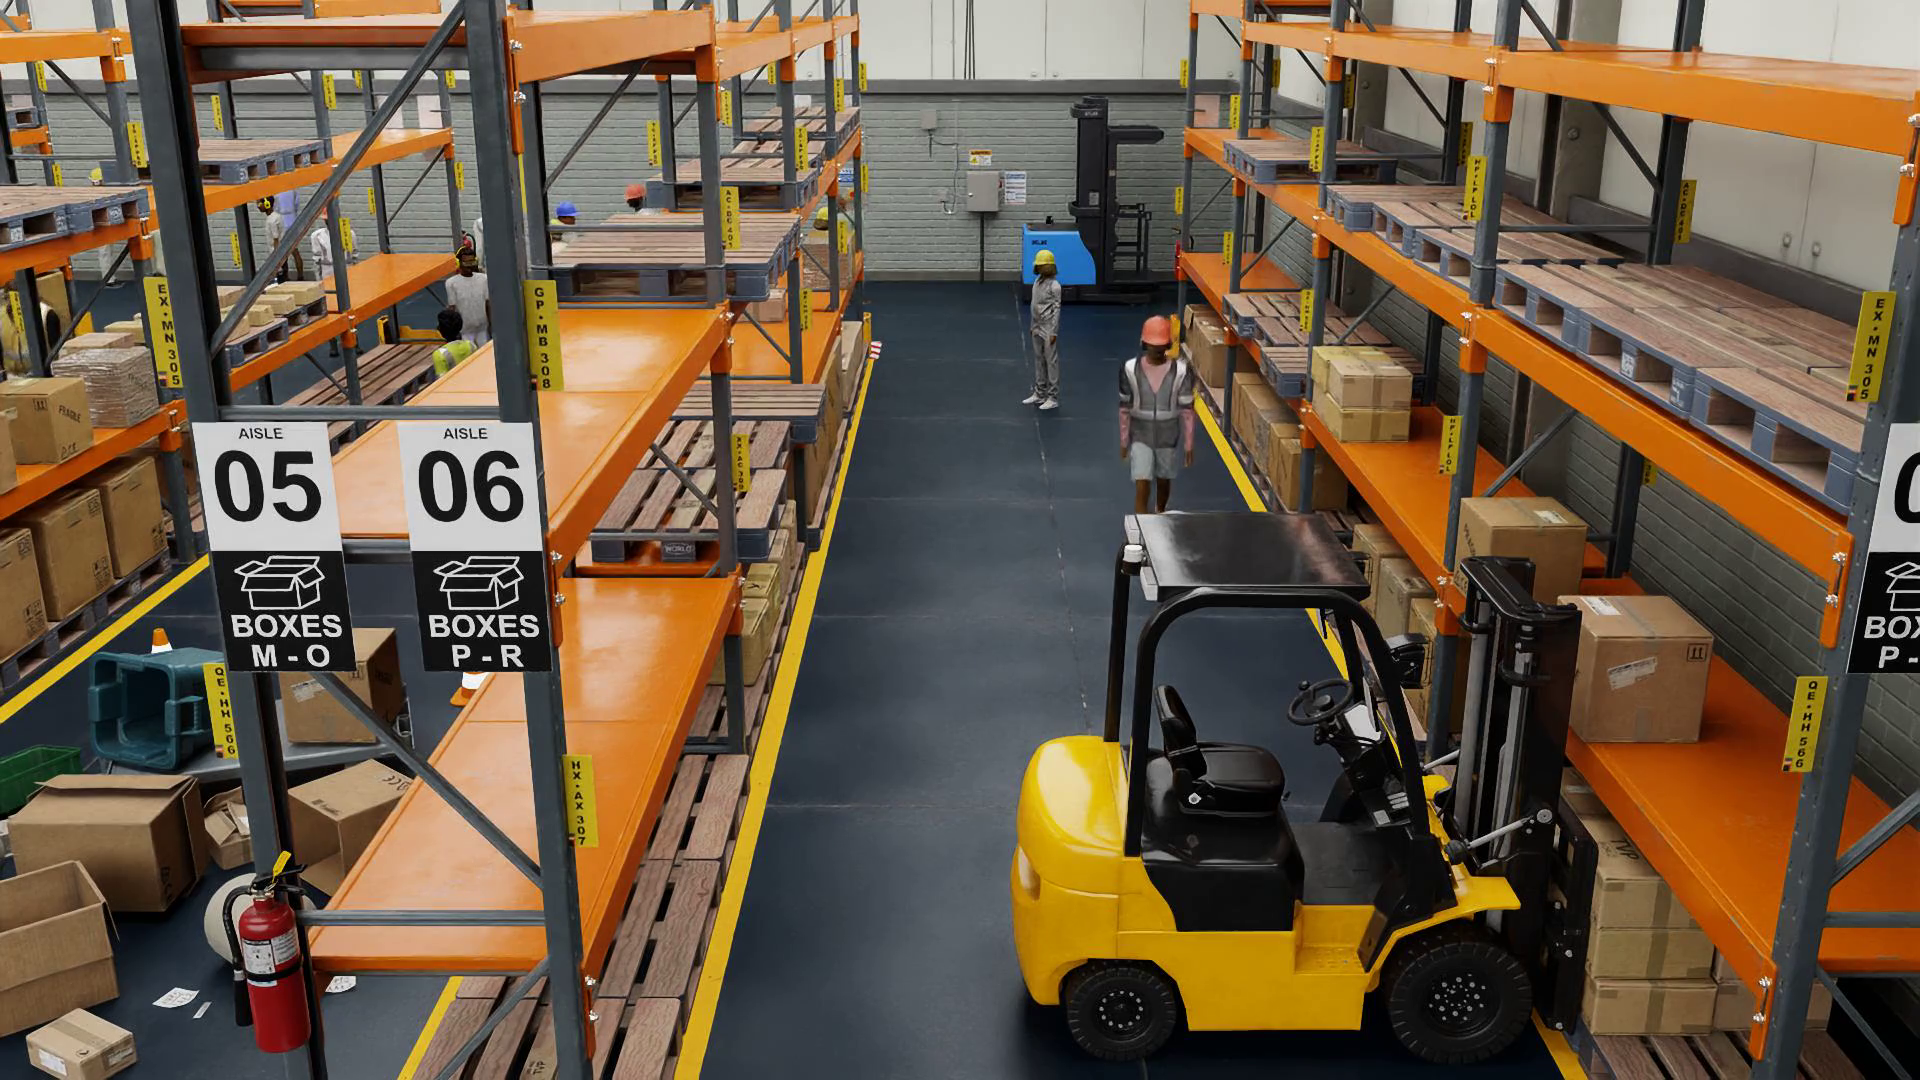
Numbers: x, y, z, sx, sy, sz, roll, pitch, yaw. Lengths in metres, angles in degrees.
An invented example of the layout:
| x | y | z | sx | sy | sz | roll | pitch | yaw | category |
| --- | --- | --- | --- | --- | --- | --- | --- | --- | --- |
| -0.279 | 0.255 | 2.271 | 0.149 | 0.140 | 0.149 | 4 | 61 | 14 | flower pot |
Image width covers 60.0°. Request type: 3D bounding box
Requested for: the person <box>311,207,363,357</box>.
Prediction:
| x | y | z | sx | sy | sz | roll | pitch | yaw | category |
| --- | --- | --- | --- | --- | --- | --- | --- | --- | --- |
| -7.790 | -3.271 | 20.866 | 0.548 | 1.934 | 0.375 | -9 | 20 | -26 | person |

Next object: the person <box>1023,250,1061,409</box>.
| x | y | z | sx | sy | sz | roll | pitch | yaw | category |
| --- | --- | --- | --- | --- | --- | --- | --- | --- | --- |
| 0.914 | -2.313 | 18.271 | 0.300 | 1.742 | 0.484 | -11 | 21 | -29 | person |

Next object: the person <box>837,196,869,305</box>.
| x | y | z | sx | sy | sz | roll | pitch | yaw | category |
| --- | --- | --- | --- | --- | --- | --- | --- | --- | --- |
| -1.650 | -4.252 | 24.343 | 0.650 | 1.609 | 0.334 | -14 | 23 | -36 | person |

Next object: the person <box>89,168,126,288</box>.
| x | y | z | sx | sy | sz | roll | pitch | yaw | category |
| --- | --- | --- | --- | --- | --- | --- | --- | --- | --- |
| -13.206 | -4.819 | 25.710 | 0.403 | 1.827 | 0.599 | -6 | 19 | -16 | person |

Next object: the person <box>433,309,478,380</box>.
| x | y | z | sx | sy | sz | roll | pitch | yaw | category |
| --- | --- | --- | --- | --- | --- | --- | --- | --- | --- |
| -4.570 | -1.252 | 15.133 | 0.318 | 1.697 | 0.535 | 7 | 20 | 21 | person |

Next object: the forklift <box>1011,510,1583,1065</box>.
| x | y | z | sx | sy | sz | roll | pitch | yaw | category |
| --- | --- | --- | --- | --- | --- | --- | --- | --- | --- |
| 1.387 | 1.055 | 7.378 | 2.313 | 2.155 | 1.214 | 0 | 18 | 0 | forklift |

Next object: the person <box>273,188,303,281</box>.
| x | y | z | sx | sy | sz | roll | pitch | yaw | category |
| --- | --- | --- | --- | --- | --- | --- | --- | --- | --- |
| -10.384 | -4.813 | 25.545 | 0.377 | 1.931 | 0.545 | 14 | 23 | 35 | person |

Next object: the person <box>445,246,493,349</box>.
| x | y | z | sx | sy | sz | roll | pitch | yaw | category |
| --- | --- | --- | --- | --- | --- | --- | --- | --- | --- |
| -5.217 | -2.221 | 17.817 | 0.499 | 1.861 | 0.327 | -16 | 24 | -40 | person |

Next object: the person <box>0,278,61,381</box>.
| x | y | z | sx | sy | sz | roll | pitch | yaw | category |
| --- | --- | --- | --- | --- | --- | --- | --- | --- | --- |
| -9.026 | -1.671 | 16.221 | 0.633 | 1.815 | 0.764 | -3 | 19 | -10 | person |

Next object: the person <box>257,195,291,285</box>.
| x | y | z | sx | sy | sz | roll | pitch | yaw | category |
| --- | --- | --- | --- | --- | --- | --- | --- | --- | --- |
| -9.284 | -3.807 | 22.624 | 0.367 | 1.853 | 0.489 | -6 | 19 | -17 | person |

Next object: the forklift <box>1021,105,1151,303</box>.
| x | y | z | sx | sy | sz | roll | pitch | yaw | category |
| --- | --- | --- | --- | --- | --- | --- | --- | --- | --- |
| 1.857 | -4.944 | 24.441 | 1.873 | 2.768 | 1.129 | 0 | 18 | 0 | forklift |

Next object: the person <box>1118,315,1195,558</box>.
| x | y | z | sx | sy | sz | roll | pitch | yaw | category |
| --- | --- | --- | --- | --- | --- | --- | --- | --- | --- |
| 1.579 | -0.860 | 13.489 | 0.616 | 1.999 | 1.043 | 2 | 18 | 5 | person |
